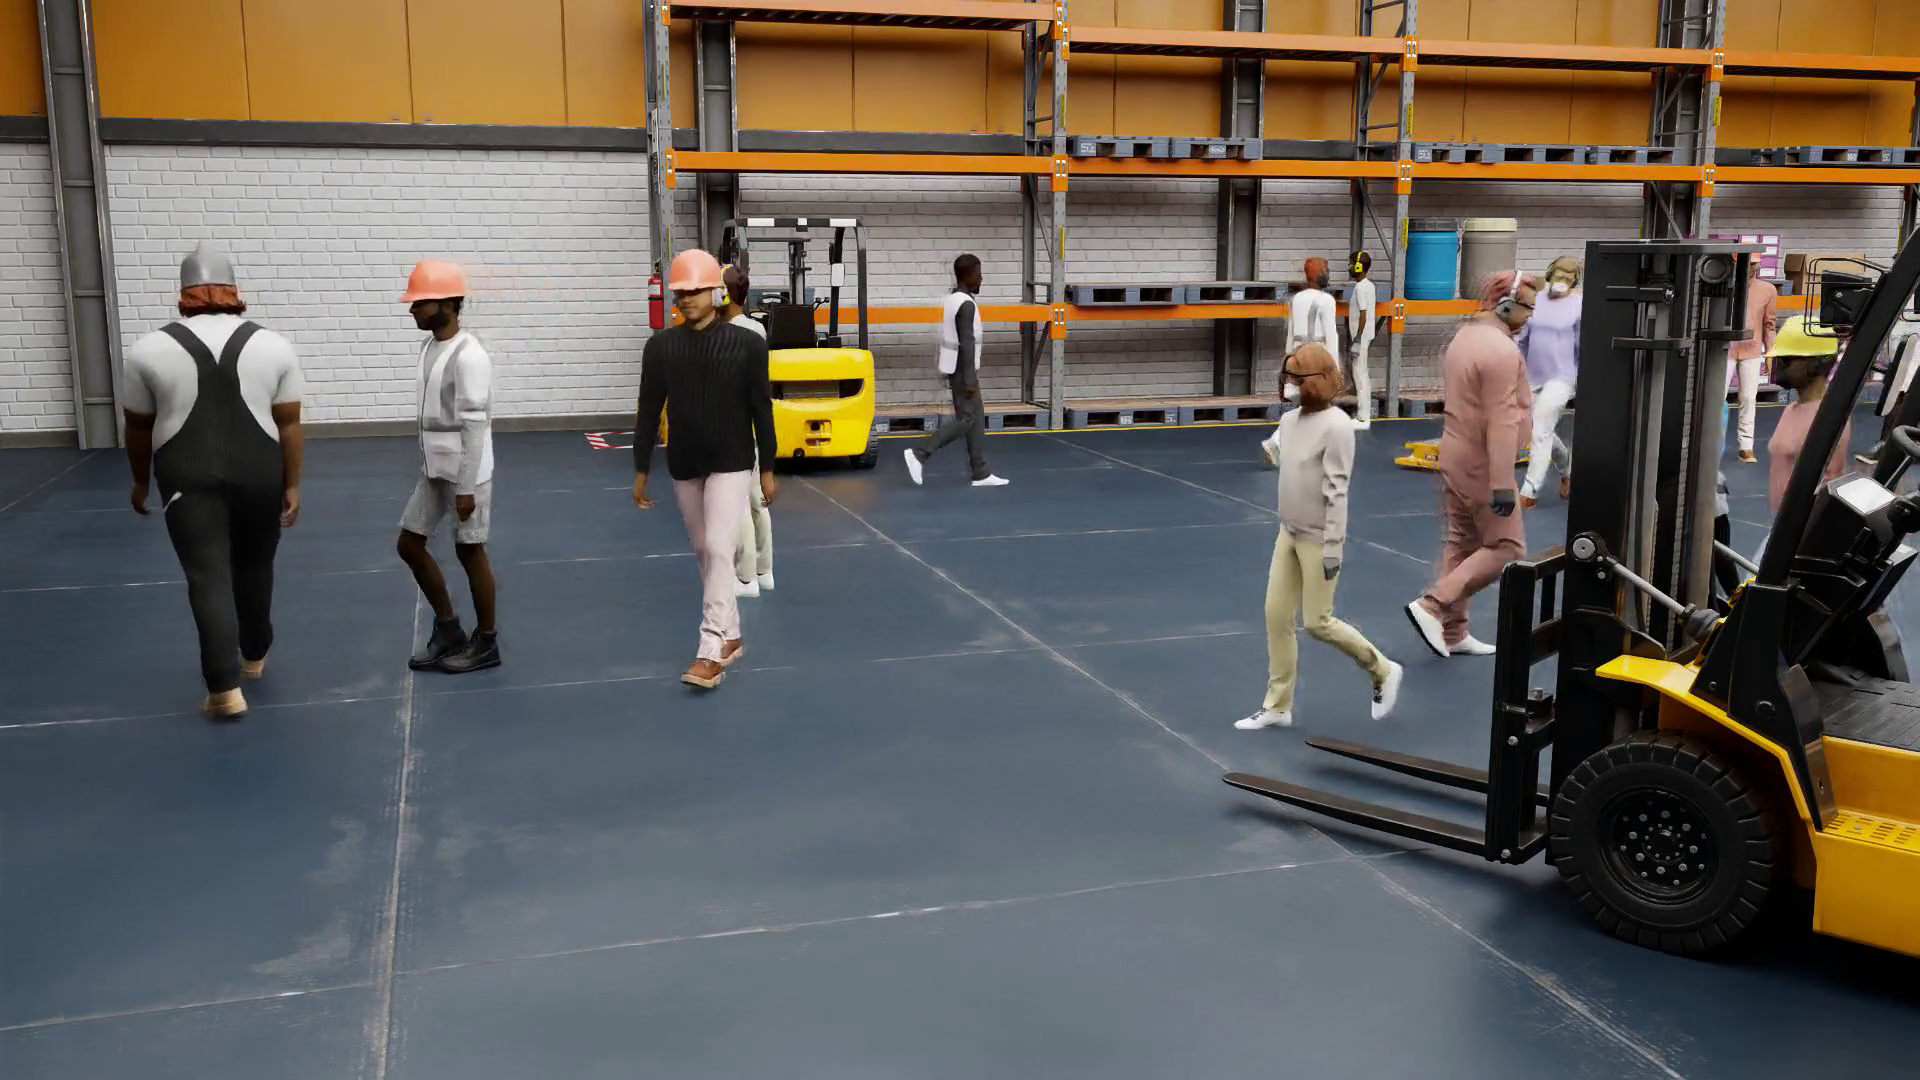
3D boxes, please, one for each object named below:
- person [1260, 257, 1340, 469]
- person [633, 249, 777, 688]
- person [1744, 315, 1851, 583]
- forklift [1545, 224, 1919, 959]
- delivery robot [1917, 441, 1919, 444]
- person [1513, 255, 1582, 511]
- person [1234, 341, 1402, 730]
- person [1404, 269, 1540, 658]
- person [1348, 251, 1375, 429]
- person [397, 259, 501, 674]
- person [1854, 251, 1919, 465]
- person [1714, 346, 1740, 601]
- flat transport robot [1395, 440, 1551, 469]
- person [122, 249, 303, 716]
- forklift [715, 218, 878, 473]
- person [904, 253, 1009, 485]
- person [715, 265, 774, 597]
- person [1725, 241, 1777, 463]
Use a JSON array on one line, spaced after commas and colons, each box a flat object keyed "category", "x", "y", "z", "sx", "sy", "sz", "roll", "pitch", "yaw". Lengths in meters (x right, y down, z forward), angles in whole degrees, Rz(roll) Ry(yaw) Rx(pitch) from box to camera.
[{"category": "person", "x": 3.020, "y": -1.531, "z": 14.490, "sx": 0.872, "sy": 1.858, "sz": 0.581, "roll": -4, "pitch": 11, "yaw": -20}, {"category": "person", "x": -1.209, "y": -0.321, "z": 7.556, "sx": 0.643, "sy": 1.953, "sz": 0.927, "roll": 3, "pitch": 11, "yaw": 15}, {"category": "person", "x": 3.342, "y": -0.015, "z": 6.527, "sx": 0.895, "sy": 1.725, "sz": 0.529, "roll": 1, "pitch": 10, "yaw": 3}, {"category": "forklift", "x": 2.909, "y": 0.117, "z": 4.508, "sx": 2.313, "sy": 2.155, "sz": 1.214, "roll": 9, "pitch": 14, "yaw": 40}, {"category": "delivery robot", "x": 8.877, "y": -0.995, "z": 14.844, "sx": 0.707, "sy": 0.478, "sz": 0.477, "roll": -7, "pitch": 12, "yaw": -34}, {"category": "person", "x": 4.462, "y": -1.170, "z": 12.406, "sx": 0.859, "sy": 1.898, "sz": 0.652, "roll": -7, "pitch": 12, "yaw": -33}, {"category": "person", "x": 1.480, "y": -0.005, "z": 6.776, "sx": 0.606, "sy": 1.616, "sz": 0.510, "roll": -4, "pitch": 11, "yaw": -20}, {"category": "person", "x": 2.414, "y": -0.325, "z": 7.795, "sx": 0.490, "sy": 1.875, "sz": 0.720, "roll": 0, "pitch": 10, "yaw": 3}, {"category": "person", "x": 4.213, "y": -2.101, "z": 17.564, "sx": 0.310, "sy": 1.868, "sz": 0.533, "roll": 4, "pitch": 11, "yaw": 21}, {"category": "person", "x": -2.373, "y": -0.311, "z": 7.602, "sx": 0.548, "sy": 1.919, "sz": 0.586, "roll": -9, "pitch": 14, "yaw": -41}, {"category": "person", "x": 8.451, "y": -1.643, "z": 14.937, "sx": 0.991, "sy": 1.922, "sz": 0.612, "roll": -4, "pitch": 11, "yaw": -22}, {"category": "person", "x": 3.837, "y": -0.363, "z": 8.614, "sx": 0.818, "sy": 1.655, "sz": 0.534, "roll": 9, "pitch": 14, "yaw": 41}, {"category": "flat transport robot", "x": 4.562, "y": -0.779, "z": 14.698, "sx": 1.431, "sy": 0.197, "sz": 0.652, "roll": -8, "pitch": 13, "yaw": -37}, {"category": "person", "x": -3.232, "y": -0.304, "z": 7.238, "sx": 0.698, "sy": 2.000, "sz": 1.050, "roll": -5, "pitch": 11, "yaw": -26}, {"category": "forklift", "x": -1.522, "y": -1.778, "z": 14.899, "sx": 1.214, "sy": 2.155, "sz": 2.313, "roll": -3, "pitch": 11, "yaw": -17}, {"category": "person", "x": -0.023, "y": -1.355, "z": 13.404, "sx": 0.805, "sy": 1.895, "sz": 0.601, "roll": -2, "pitch": 10, "yaw": -8}, {"category": "person", "x": -1.253, "y": -0.606, "z": 9.378, "sx": 0.309, "sy": 1.864, "sz": 0.535, "roll": 4, "pitch": 11, "yaw": 19}, {"category": "person", "x": 6.987, "y": -1.677, "z": 14.927, "sx": 0.617, "sy": 1.986, "sz": 0.408, "roll": 2, "pitch": 10, "yaw": 9}]
